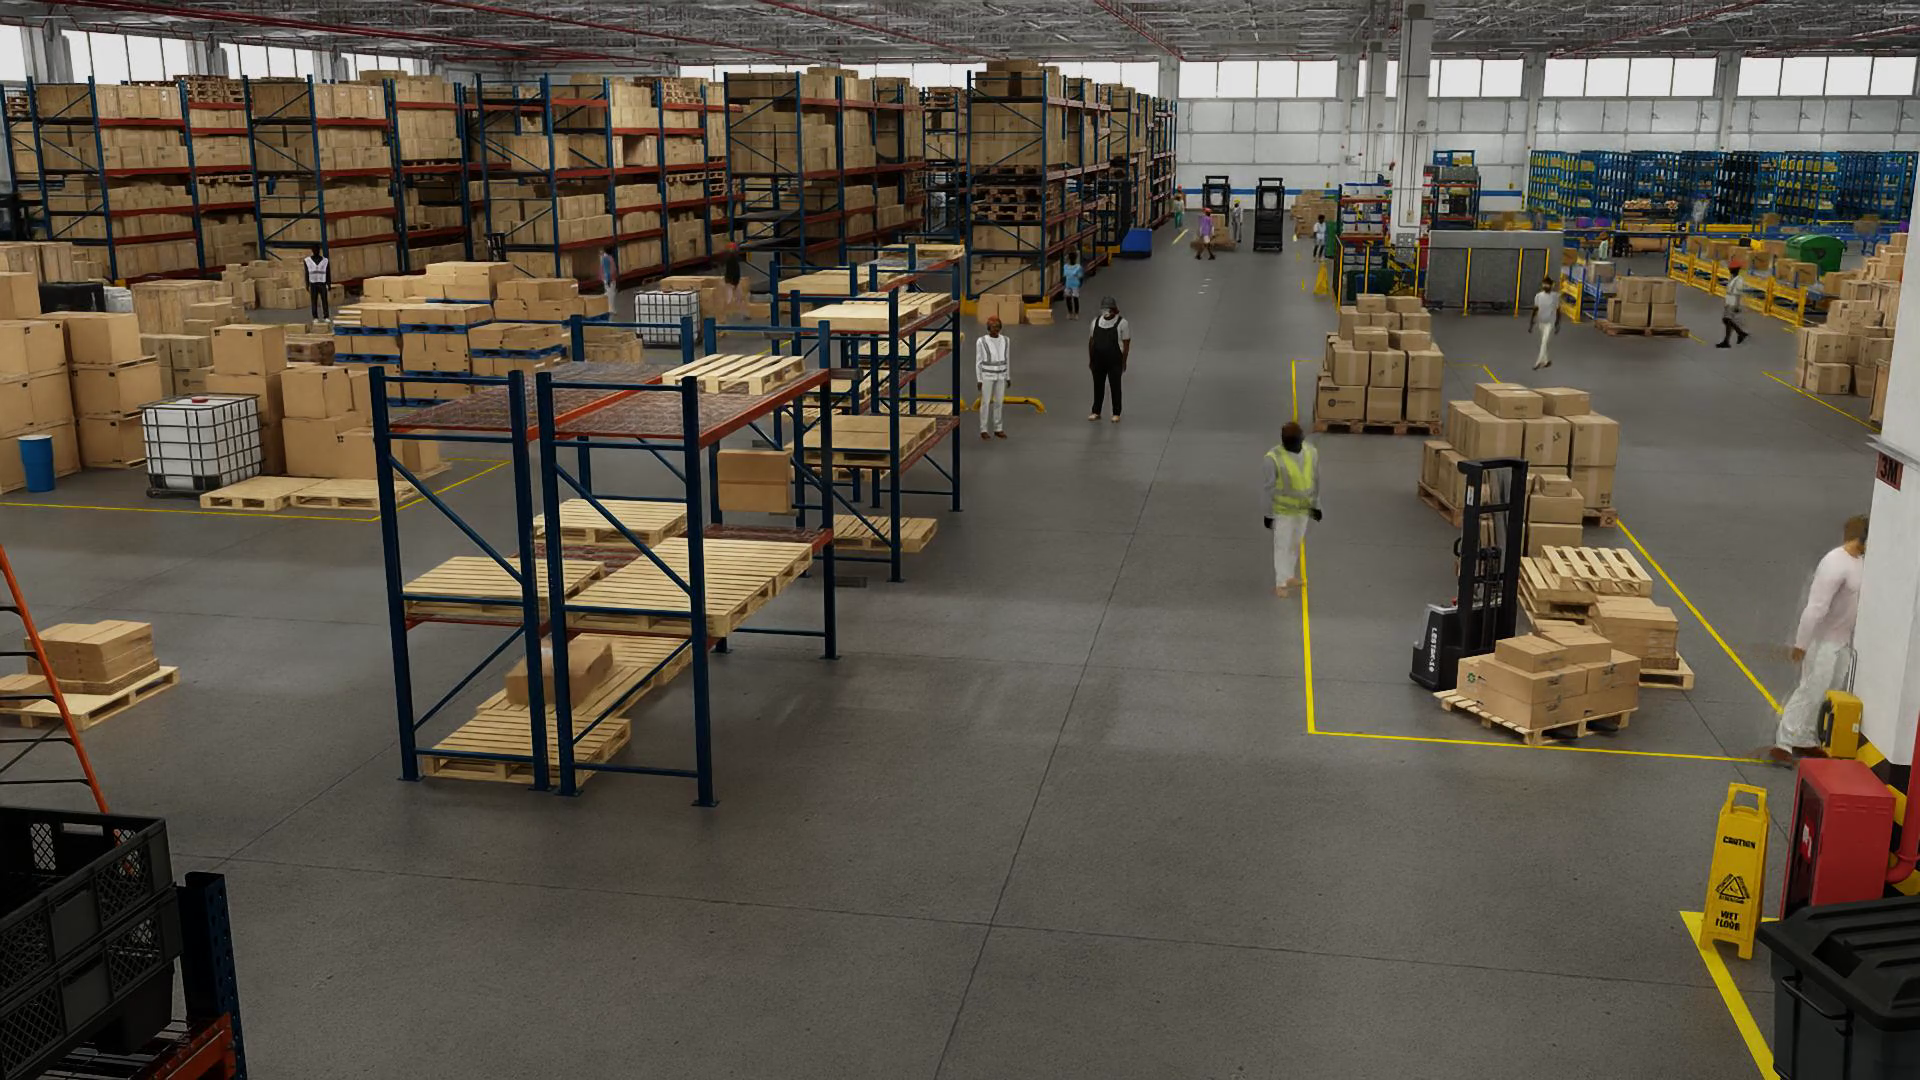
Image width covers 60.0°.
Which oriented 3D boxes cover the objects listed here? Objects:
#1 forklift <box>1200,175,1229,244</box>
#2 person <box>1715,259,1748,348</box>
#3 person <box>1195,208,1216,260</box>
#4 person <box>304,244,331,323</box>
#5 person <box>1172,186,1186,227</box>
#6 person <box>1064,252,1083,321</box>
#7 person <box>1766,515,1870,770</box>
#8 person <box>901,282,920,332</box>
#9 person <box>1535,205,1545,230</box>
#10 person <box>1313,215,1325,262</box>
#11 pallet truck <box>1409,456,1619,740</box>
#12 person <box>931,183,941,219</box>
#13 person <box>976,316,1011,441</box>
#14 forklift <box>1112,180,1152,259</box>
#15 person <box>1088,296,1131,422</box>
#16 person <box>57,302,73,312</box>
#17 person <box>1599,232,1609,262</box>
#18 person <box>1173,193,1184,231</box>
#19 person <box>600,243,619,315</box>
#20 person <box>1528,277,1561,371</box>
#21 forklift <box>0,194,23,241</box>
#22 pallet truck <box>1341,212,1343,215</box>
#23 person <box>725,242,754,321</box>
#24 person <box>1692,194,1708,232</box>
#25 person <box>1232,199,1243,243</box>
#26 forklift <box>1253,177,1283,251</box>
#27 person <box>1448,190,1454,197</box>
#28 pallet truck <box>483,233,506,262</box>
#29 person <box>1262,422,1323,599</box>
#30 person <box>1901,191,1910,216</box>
[{"bbox_3d":[10.454,-13.467,67.881,1.129,2.768,1.873,3,14,10],"label":"forklift"},{"bbox_3d":[16.736,-5.106,35.909,0.600,1.922,0.566,1,14,5],"label":"person"},{"bbox_3d":[8.906,-11.102,60.339,0.993,1.896,0.542,-7,15,-25],"label":"person"},{"bbox_3d":[-15.679,-6.264,40.641,0.587,1.911,0.397,-7,15,-26],"label":"person"},{"bbox_3d":[10.683,-16.239,81.037,0.662,1.948,0.971,2,14,8],"label":"person"},{"bbox_3d":[2.795,-6.265,41.097,0.547,1.683,0.344,8,16,30],"label":"person"},{"bbox_3d":[6.350,0.746,12.208,0.736,1.895,0.474,-13,19,-42],"label":"person"},{"bbox_3d":[-1.126,-4.927,35.832,0.813,1.604,0.524,-13,19,-43],"label":"person"},{"bbox_3d":[22.936,-12.342,65.674,0.868,1.725,0.541,1,14,5],"label":"person"},{"bbox_3d":[12.837,-10.771,59.393,0.548,1.688,0.465,-9,17,-33],"label":"person"},{"bbox_3d":[4.504,0.400,13.395,0.823,1.965,1.885,-6,15,-23],"label":"pallet truck"},{"bbox_3d":[-1.262,-17.950,88.134,0.561,1.889,0.986,2,14,10],"label":"person"},{"bbox_3d":[0.512,-2.453,25.214,0.587,1.882,0.341,-8,16,-29],"label":"person"},{"bbox_3d":[6.082,-11.722,60.796,1.873,2.768,1.129,2,14,9],"label":"forklift"},{"bbox_3d":[2.363,-2.912,26.754,0.688,2.000,0.539,6,15,25],"label":"person"},{"bbox_3d":[-14.235,-2.847,26.704,0.351,1.937,0.637,-2,14,-8],"label":"person"},{"bbox_3d":[19.423,-8.499,50.278,0.289,1.632,0.497,8,16,29],"label":"person"},{"bbox_3d":[10.264,-15.416,78.151,0.523,1.737,0.795,2,14,8],"label":"person"},{"bbox_3d":[-8.891,-6.614,42.213,0.436,1.831,0.653,-1,14,-4],"label":"person"},{"bbox_3d":[11.497,-4.256,32.683,0.543,1.828,0.990,12,18,40],"label":"person"},{"bbox_3d":[-27.737,-8.661,48.367,1.129,2.768,1.873,3,14,10],"label":"forklift"},{"bbox_3d":[15.874,-13.227,70.310,0.680,1.201,1.601,10,17,35],"label":"pallet truck"},{"bbox_3d":[-5.632,-6.356,40.922,0.973,1.959,0.632,2,14,7],"label":"person"},{"bbox_3d":[32.271,-14.074,72.357,0.633,1.896,0.948,-5,15,-19],"label":"person"},{"bbox_3d":[11.603,-13.373,69.686,0.404,1.823,0.590,-11,17,-37],"label":"person"},{"bbox_3d":[12.083,-12.747,64.956,1.129,2.768,1.873,3,14,10],"label":"forklift"},{"bbox_3d":[23.948,-16.242,81.397,0.886,1.789,0.588,2,14,7],"label":"person"},{"bbox_3d":[-11.832,-7.026,43.548,1.885,1.965,0.823,8,16,28],"label":"pallet truck"},{"bbox_3d":[3.301,-0.322,16.739,0.684,1.808,0.603,-7,15,-26],"label":"person"},{"bbox_3d":[44.359,-15.439,78.051,0.533,1.823,0.591,1,14,6],"label":"person"}]
